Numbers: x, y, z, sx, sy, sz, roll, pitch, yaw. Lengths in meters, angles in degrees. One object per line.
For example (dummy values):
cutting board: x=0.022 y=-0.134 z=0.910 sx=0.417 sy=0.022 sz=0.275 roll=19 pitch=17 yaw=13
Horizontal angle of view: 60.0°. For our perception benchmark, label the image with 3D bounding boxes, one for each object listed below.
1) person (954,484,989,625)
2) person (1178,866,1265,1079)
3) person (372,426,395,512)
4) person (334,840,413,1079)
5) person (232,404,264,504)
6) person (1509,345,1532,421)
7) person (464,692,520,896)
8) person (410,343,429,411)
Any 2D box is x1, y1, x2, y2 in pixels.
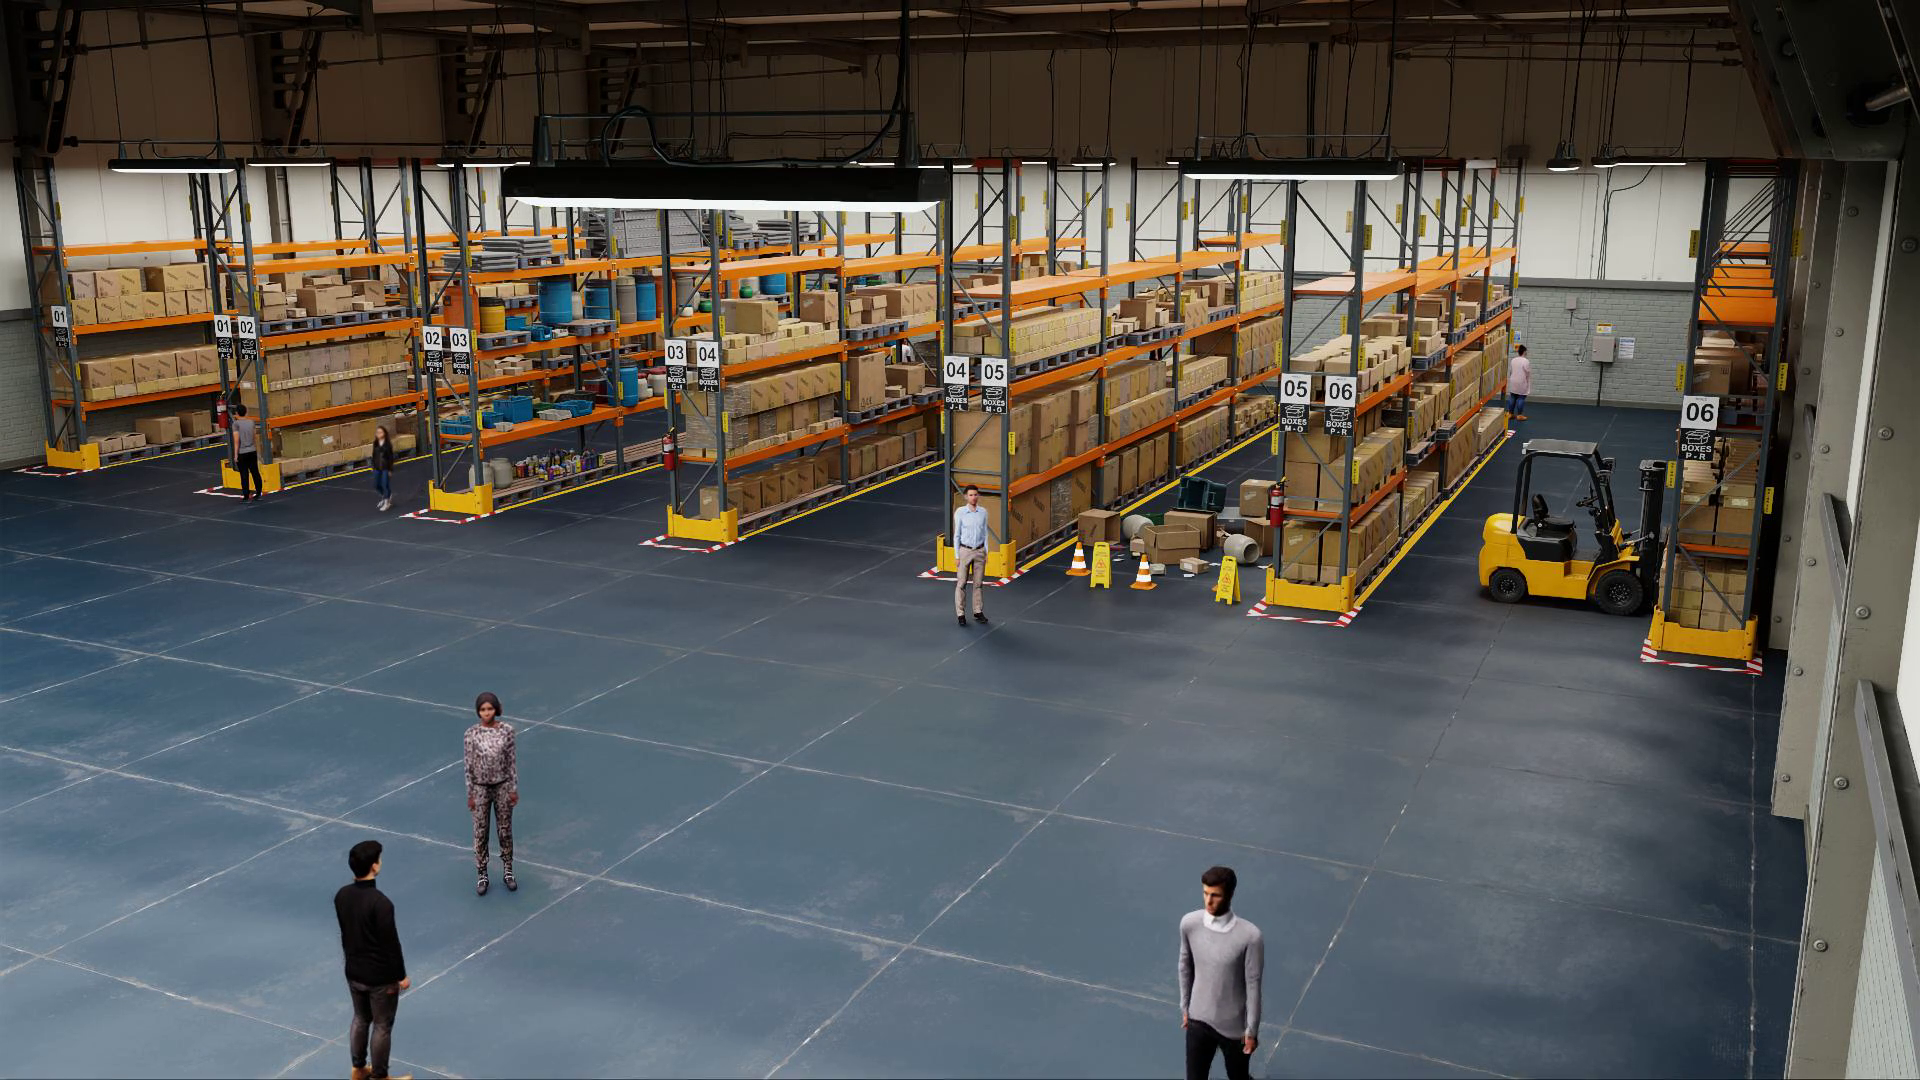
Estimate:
person: x=0.151 y=0.172 z=21.926 sx=0.753 sy=1.847 sz=0.809 roll=-4 pitch=14 yaw=-18
person: x=1.636 y=2.870 z=10.122 sx=0.853 sy=1.916 sz=1.237 roll=8 pitch=15 yaw=32
person: x=-10.025 y=-1.265 z=28.952 sx=0.638 sy=1.477 sz=0.665 roll=4 pitch=14 yaw=17
person: x=-3.851 y=2.796 z=10.885 sx=0.657 sy=1.718 sz=0.532 roll=8 pitch=15 yaw=30
person: x=-12.698 y=-1.550 z=29.573 sx=0.686 sy=1.754 sz=0.493 roll=7 pitch=15 yaw=28
person: x=13.053 y=-3.686 z=38.820 sx=0.822 sy=1.743 sz=0.796 roll=-8 pitch=15 yaw=-30
person: x=-3.910 y=2.100 z=13.901 sx=0.683 sy=1.713 sz=0.741 roll=-4 pitch=14 yaw=-18
person: x=-12.661 y=-3.754 z=39.051 sx=0.626 sy=1.770 sz=0.554 roll=4 pitch=14 yaw=18
